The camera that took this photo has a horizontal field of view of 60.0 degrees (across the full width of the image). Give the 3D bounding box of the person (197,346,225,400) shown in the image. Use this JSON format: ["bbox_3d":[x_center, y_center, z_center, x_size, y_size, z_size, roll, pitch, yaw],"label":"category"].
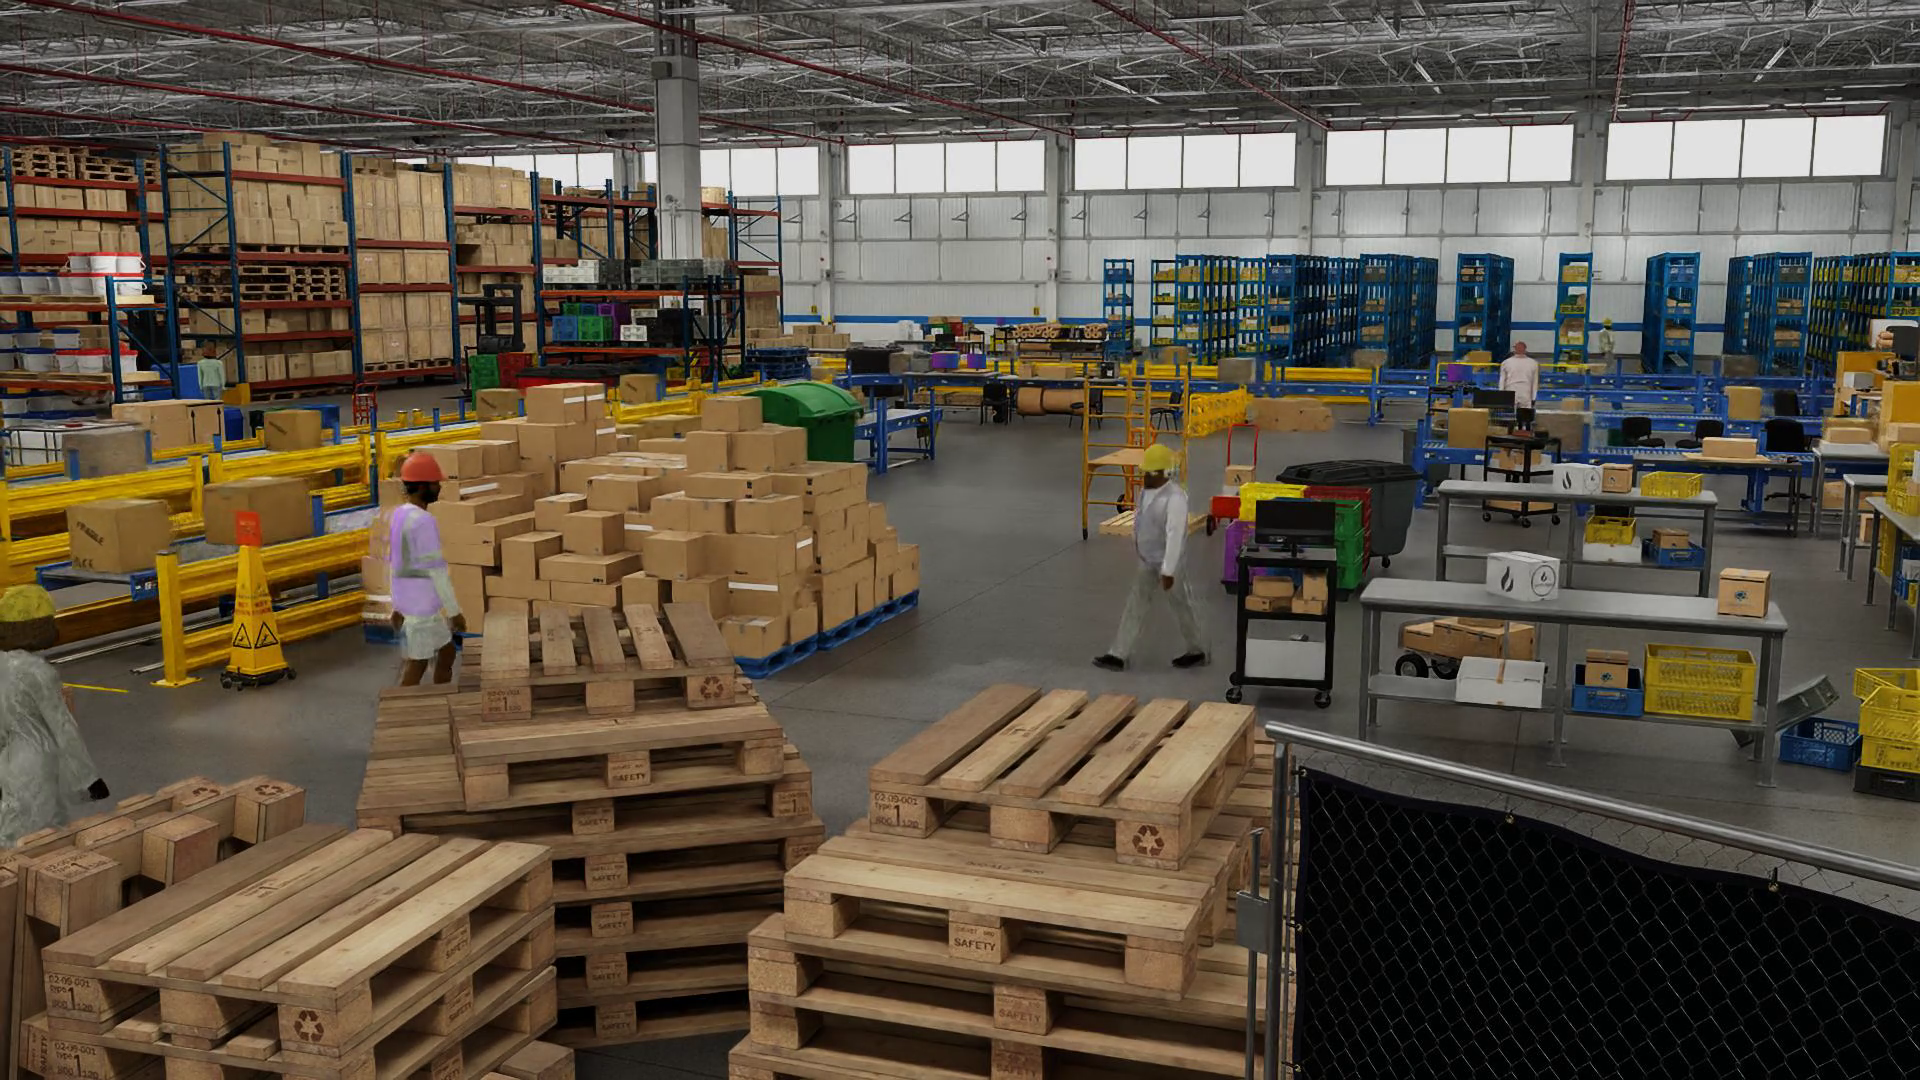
[{"bbox_3d":[-14.829,-3.022,32.963,0.501,1.633,0.281,-1,9,-5],"label":"person"}]

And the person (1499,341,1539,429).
[{"bbox_3d":[9.629,-2.474,28.727,0.644,1.896,0.401,1,9,9],"label":"person"}]

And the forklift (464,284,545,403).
[{"bbox_3d":[-10.832,-4.702,39.610,1.129,2.768,1.873,3,10,20],"label":"forklift"}]

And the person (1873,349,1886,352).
[{"bbox_3d":[20.089,-3.627,36.505,0.529,1.716,0.928,-8,12,-41],"label":"person"}]

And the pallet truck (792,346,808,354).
[{"bbox_3d":[-3.705,-4.298,42.022,0.653,1.274,1.630,3,10,20],"label":"pallet truck"}]

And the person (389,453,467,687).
[{"bbox_3d":[-3.333,0.400,10.614,0.747,1.911,0.554,-5,11,-30],"label":"person"}]

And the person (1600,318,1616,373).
[{"bbox_3d":[18.746,-5.541,48.319,0.621,1.795,0.614,-8,12,-42],"label":"person"}]

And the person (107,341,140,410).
[{"bbox_3d":[-14.236,-2.426,28.320,0.388,1.930,0.539,7,11,36],"label":"person"}]

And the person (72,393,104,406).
[{"bbox_3d":[-20.459,-4.071,38.878,0.645,1.854,1.007,4,10,23],"label":"person"}]

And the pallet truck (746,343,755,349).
[{"bbox_3d":[-6.183,-4.618,44.264,1.601,1.201,0.680,-9,12,-43],"label":"pallet truck"}]

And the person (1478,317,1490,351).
[{"bbox_3d":[15.868,-5.977,50.545,1.006,1.956,0.630,1,9,5],"label":"person"}]

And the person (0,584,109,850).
[{"bbox_3d":[-4.018,1.033,7.318,0.492,1.695,0.909,8,12,39],"label":"person"}]

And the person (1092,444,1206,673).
[{"bbox_3d":[1.507,0.147,12.637,0.965,1.771,0.610,-4,10,-23],"label":"person"}]

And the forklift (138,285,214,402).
[{"bbox_3d":[-17.480,-4.200,36.461,1.873,2.768,1.129,3,10,19],"label":"forklift"}]
